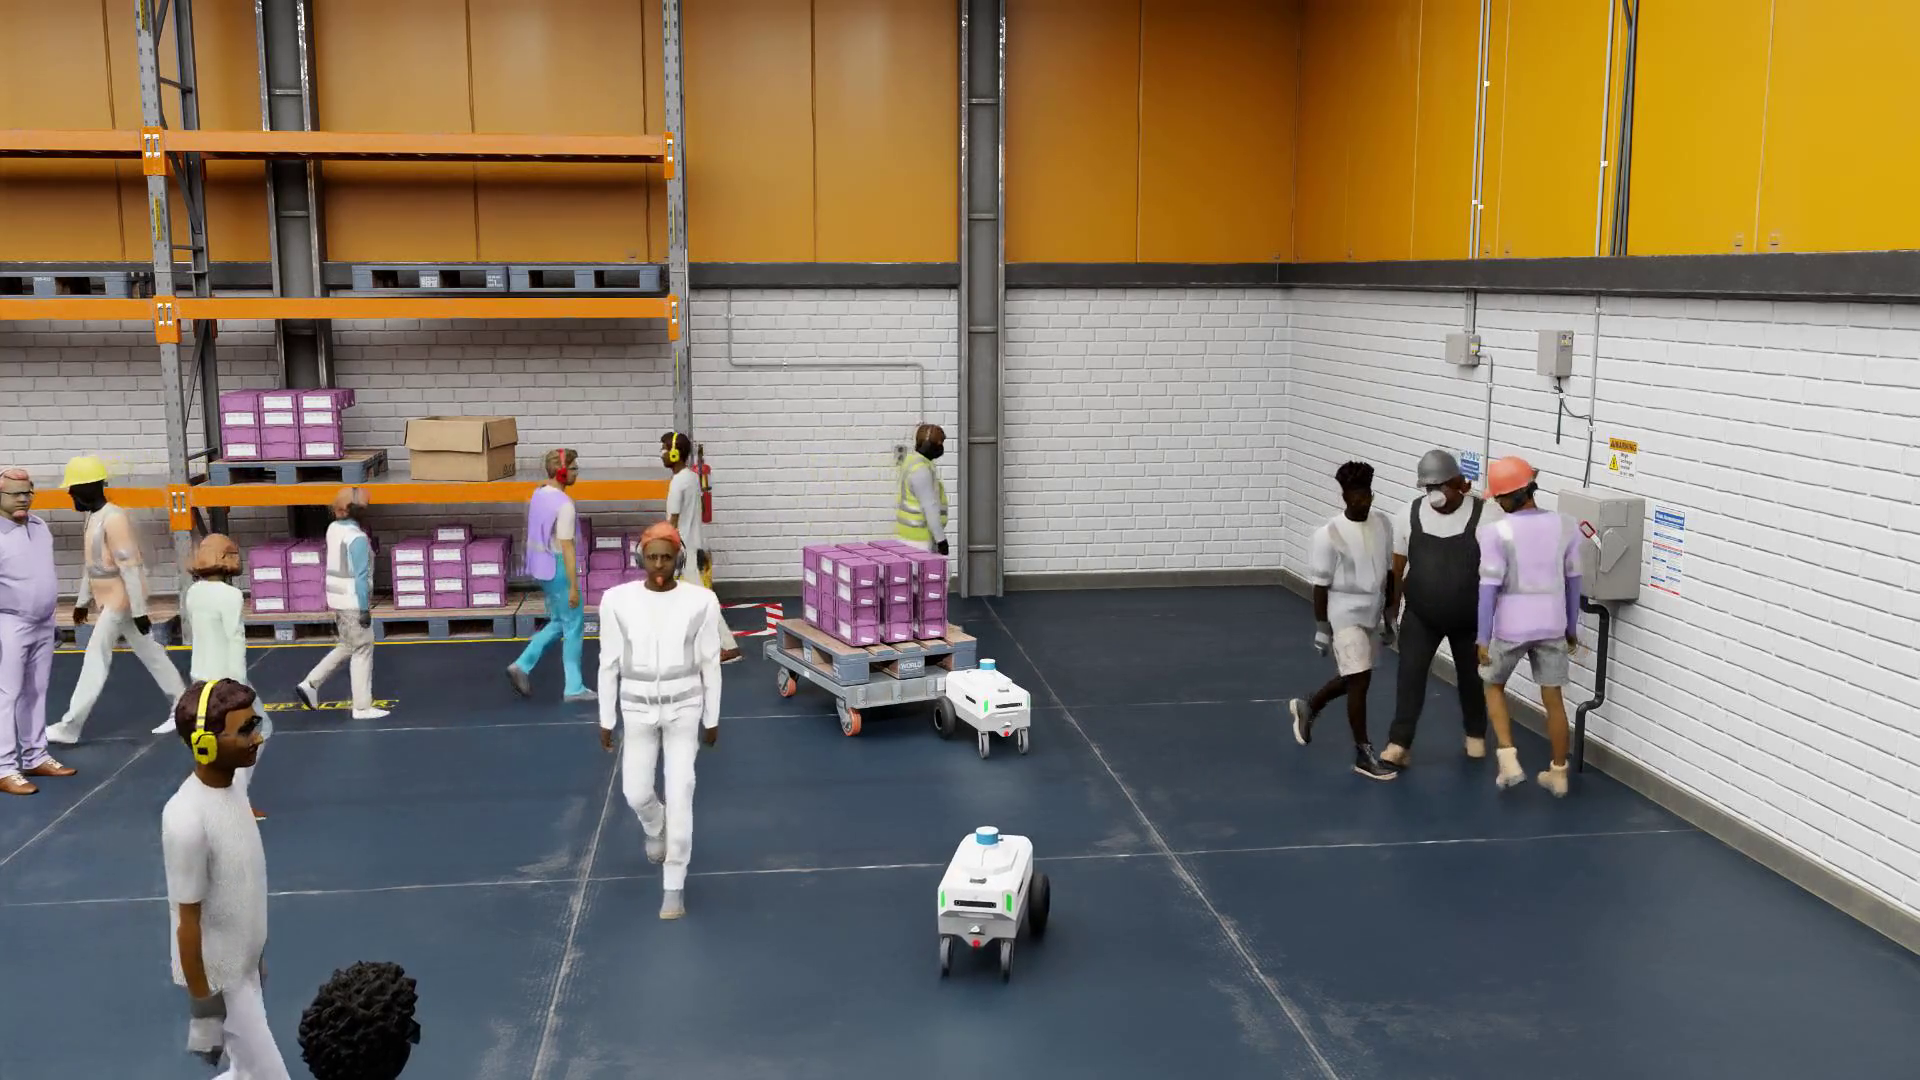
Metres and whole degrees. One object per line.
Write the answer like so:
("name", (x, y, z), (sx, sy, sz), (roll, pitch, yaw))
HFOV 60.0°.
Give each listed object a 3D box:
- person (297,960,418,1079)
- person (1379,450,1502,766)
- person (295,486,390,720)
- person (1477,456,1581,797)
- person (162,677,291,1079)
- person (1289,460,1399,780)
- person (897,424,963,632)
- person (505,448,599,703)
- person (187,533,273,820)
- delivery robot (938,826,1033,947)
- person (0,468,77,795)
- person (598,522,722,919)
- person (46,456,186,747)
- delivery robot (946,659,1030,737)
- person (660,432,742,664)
("person", (-1.153, 1.661, 3.318), (0.531, 1.698, 0.320), (2, 9, 14))
("person", (2.982, 0.380, 10.250), (0.714, 2.000, 0.881), (4, 10, 22))
("person", (-4.163, 0.442, 11.187), (0.485, 1.623, 0.519), (-8, 12, -41))
("person", (3.279, 0.511, 9.604), (0.653, 1.998, 0.445), (-1, 9, -4))
("person", (-2.277, 1.311, 5.048), (0.721, 1.848, 0.530), (-2, 9, -12))
("person", (2.339, 0.452, 10.152), (0.630, 1.929, 0.817), (-6, 11, -35))
("person", (-0.220, -0.045, 13.642), (0.696, 1.807, 0.655), (0, 9, 0))
("person", (-2.851, 0.263, 11.645), (0.584, 1.826, 0.585), (-7, 11, -36))
("person", (-4.025, 0.767, 9.120), (0.525, 1.613, 0.417), (7, 11, 36))
("delivery robot", (0.121, 1.526, 7.428), (0.477, 0.478, 0.707), (2, 9, 9))
("person", (-5.515, 0.522, 9.794), (0.399, 1.905, 0.642), (1, 9, 7))
("person", (-1.435, 0.825, 8.026), (0.585, 1.866, 0.717), (-1, 9, -5))
("person", (-5.484, 0.391, 10.750), (1.042, 1.868, 0.608), (-6, 11, -32))
("delivery robot", (0.176, 1.007, 10.664), (0.477, 0.478, 0.707), (-3, 10, -21))
("person", (-2.148, 0.074, 12.861), (0.971, 1.823, 0.540), (0, 9, 2))
